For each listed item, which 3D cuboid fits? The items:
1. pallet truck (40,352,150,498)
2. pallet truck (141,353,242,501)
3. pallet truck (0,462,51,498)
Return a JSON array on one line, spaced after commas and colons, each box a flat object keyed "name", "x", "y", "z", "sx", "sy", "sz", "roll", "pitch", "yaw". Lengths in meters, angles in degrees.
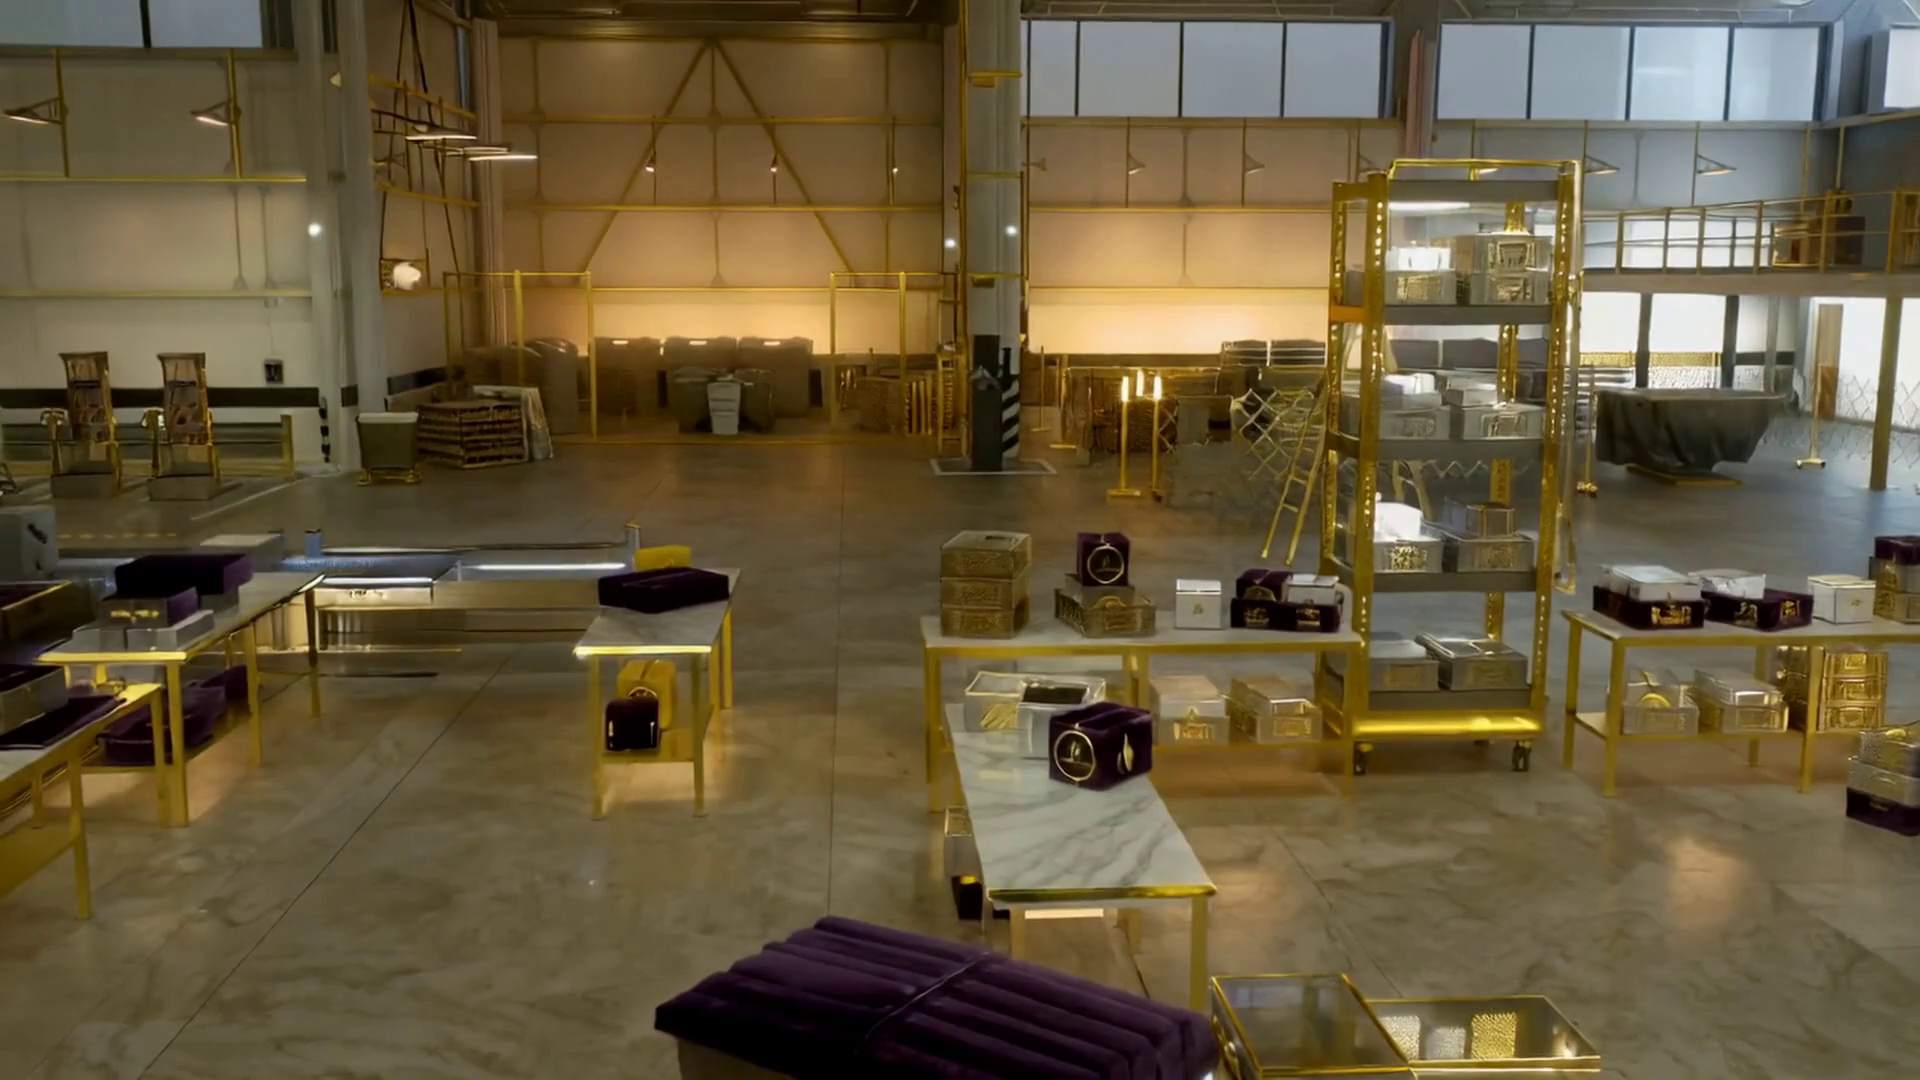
[{"name": "pallet truck", "x": -11.907, "y": -1.642, "z": 23.165, "sx": 0.823, "sy": 1.965, "sz": 1.885, "roll": 0, "pitch": 9, "yaw": 0}, {"name": "pallet truck", "x": -10.520, "y": -1.604, "z": 22.925, "sx": 0.823, "sy": 1.965, "sz": 1.885, "roll": -1, "pitch": 9, "yaw": -6}, {"name": "pallet truck", "x": -13.193, "y": -1.293, "z": 23.148, "sx": 0.653, "sy": 1.274, "sz": 1.630, "roll": -1, "pitch": 9, "yaw": -4}]
